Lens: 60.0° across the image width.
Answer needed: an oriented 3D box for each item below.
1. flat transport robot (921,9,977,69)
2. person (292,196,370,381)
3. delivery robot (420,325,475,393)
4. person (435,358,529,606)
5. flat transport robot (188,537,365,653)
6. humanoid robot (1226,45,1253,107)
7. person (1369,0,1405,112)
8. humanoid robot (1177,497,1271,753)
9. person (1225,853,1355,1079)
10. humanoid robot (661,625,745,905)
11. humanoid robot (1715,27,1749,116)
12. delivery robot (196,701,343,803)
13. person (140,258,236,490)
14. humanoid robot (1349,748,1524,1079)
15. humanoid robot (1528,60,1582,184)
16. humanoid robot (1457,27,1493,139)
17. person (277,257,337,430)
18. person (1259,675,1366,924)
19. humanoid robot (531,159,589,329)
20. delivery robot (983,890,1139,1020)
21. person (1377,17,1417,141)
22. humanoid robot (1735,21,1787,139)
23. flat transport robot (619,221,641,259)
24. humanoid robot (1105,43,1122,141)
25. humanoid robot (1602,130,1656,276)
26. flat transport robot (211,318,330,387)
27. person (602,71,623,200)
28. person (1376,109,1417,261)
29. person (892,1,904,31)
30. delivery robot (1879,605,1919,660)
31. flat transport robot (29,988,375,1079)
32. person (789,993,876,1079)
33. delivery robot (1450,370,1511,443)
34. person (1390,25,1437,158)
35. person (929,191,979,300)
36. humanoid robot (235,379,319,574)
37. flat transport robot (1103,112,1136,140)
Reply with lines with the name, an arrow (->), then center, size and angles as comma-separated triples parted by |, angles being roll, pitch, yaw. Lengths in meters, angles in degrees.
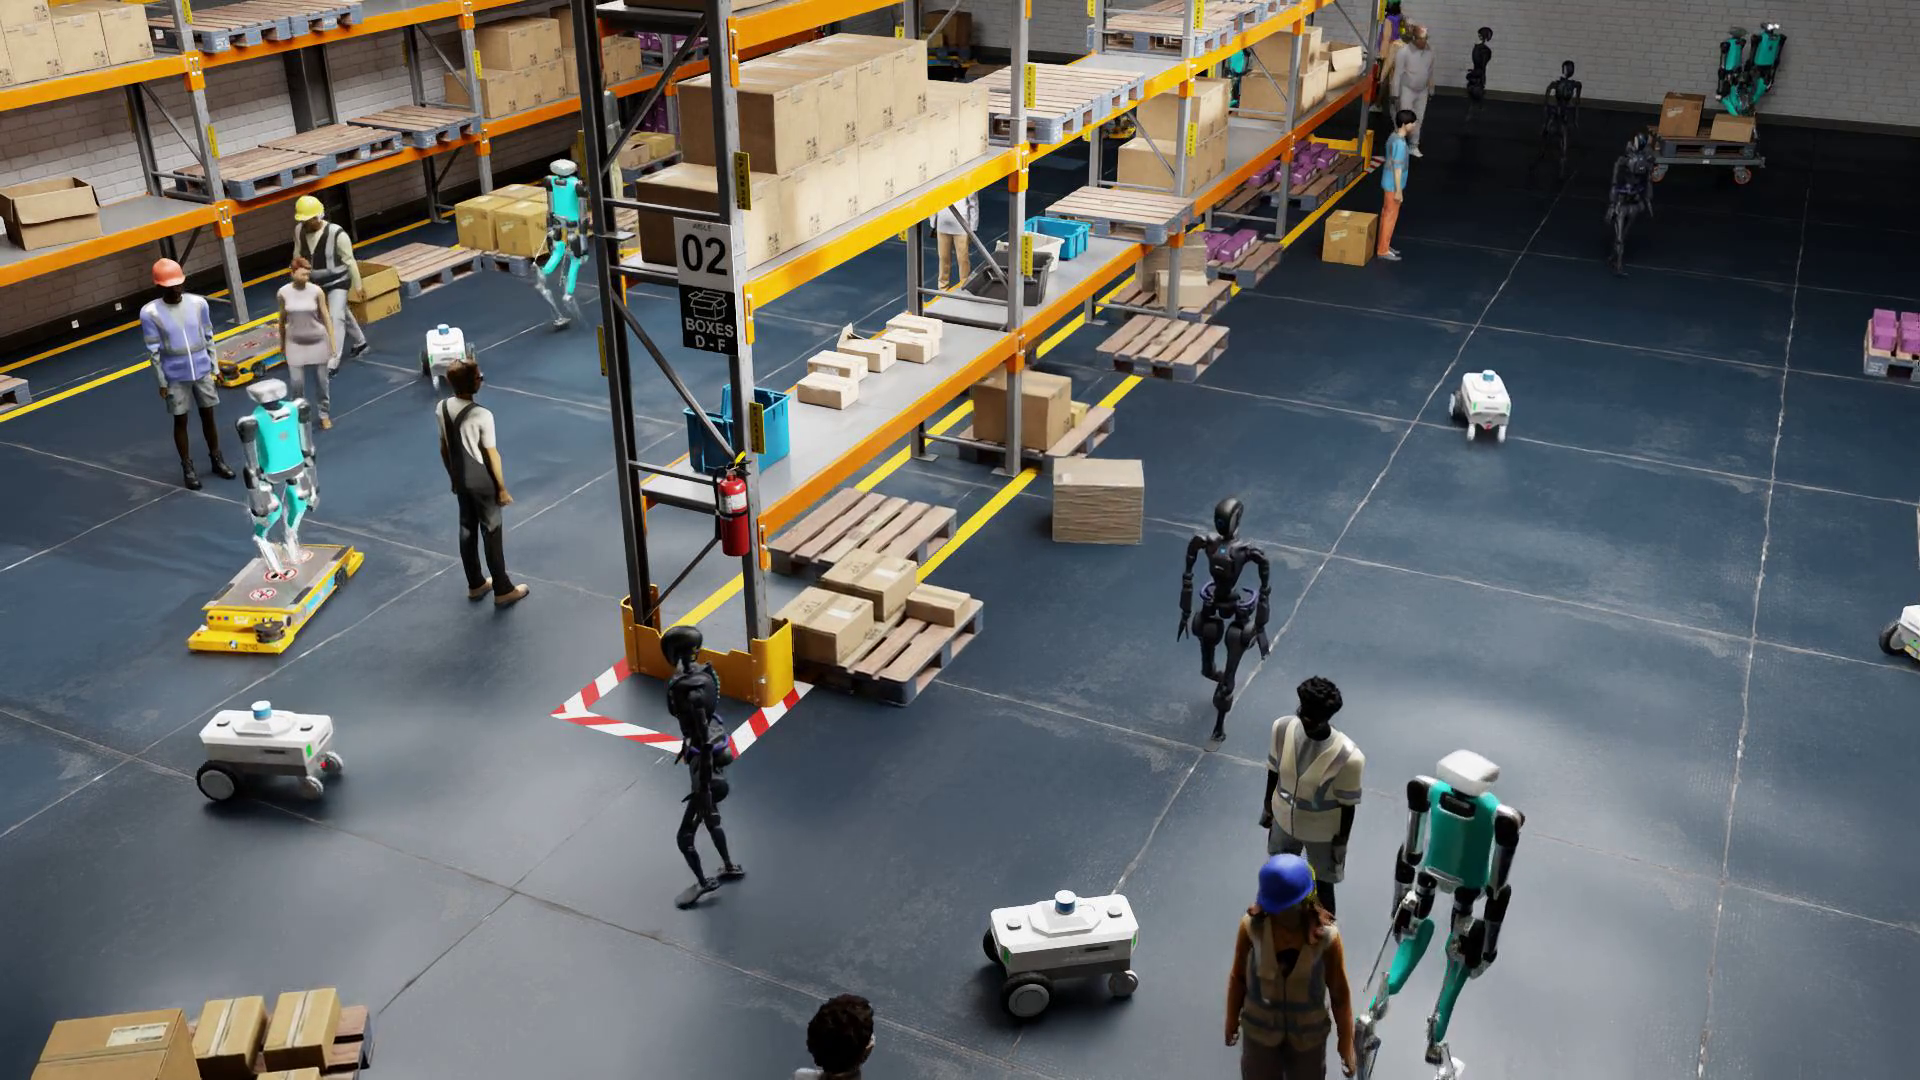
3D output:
flat transport robot -> -0.402, -8.879, 30.714 | 1.431, 0.231, 0.659 | -1, 26, -1
person -> -6.128, -2.504, 16.150 | 0.627, 1.779, 0.896 | 9, 28, 18
delivery robot -> -4.953, -1.790, 16.057 | 0.499, 0.581, 0.768 | -8, 27, -16
person -> -3.432, -0.409, 11.827 | 0.505, 1.846, 0.351 | 14, 30, 26
flat transport robot -> -4.913, 0.381, 12.009 | 0.659, 0.231, 1.431 | 2, 26, 5
humanoid robot -> 3.860, -6.534, 24.316 | 0.676, 1.801, 0.531 | -8, 28, -16
person -> 6.896, -7.856, 26.786 | 0.484, 1.919, 0.565 | 15, 30, 27
humanoid robot -> 1.675, 0.450, 10.308 | 0.609, 1.637, 0.675 | 13, 29, 24
person -> 1.383, 2.052, 6.974 | 0.542, 1.742, 0.614 | 5, 27, 9
humanoid robot -> -1.387, 1.172, 8.820 | 0.423, 1.644, 0.606 | -9, 28, -17
humanoid robot -> 11.458, -6.557, 24.411 | 0.542, 1.833, 0.739 | -19, 32, -34
delivery robot -> -4.150, 1.249, 9.954 | 0.815, 0.614, 0.499 | 2, 26, 5
person -> -6.344, -1.378, 13.682 | 0.545, 1.938, 0.373 | -23, 34, -38
humanoid robot -> 2.011, 1.871, 7.400 | 0.558, 1.791, 0.921 | 22, 34, 37
humanoid robot -> 8.245, -5.784, 22.933 | 0.601, 1.636, 0.772 | -6, 27, -11
humanoid robot -> 7.840, -6.909, 25.146 | 0.403, 1.651, 0.595 | 1, 26, 2
person -> -5.775, -1.736, 14.740 | 0.467, 1.626, 0.412 | -9, 28, -17
person -> 1.736, 1.415, 8.315 | 0.533, 1.692, 0.320 | 23, 35, 39
humanoid robot -> -4.157, -2.948, 17.129 | 0.530, 1.828, 0.727 | 14, 30, 26
delivery robot -> 0.516, 2.024, 8.351 | 0.774, 0.581, 0.499 | -5, 27, -9
person -> 6.587, -6.838, 24.803 | 0.569, 1.848, 0.610 | -12, 29, -22
humanoid robot -> 11.987, -6.974, 25.213 | 0.530, 1.797, 0.693 | -4, 27, -9
flat transport robot -> -3.694, -3.533, 19.915 | 0.659, 0.231, 1.431 | -1, 26, -2
humanoid robot -> 2.329, -6.879, 25.085 | 0.321, 1.655, 0.602 | 2, 26, 4
humanoid robot -> 7.669, -3.840, 18.969 | 0.587, 1.638, 0.688 | -8, 27, -15
flat transport robot -> -6.995, -1.868, 16.551 | 0.659, 0.231, 1.431 | 10, 28, 20
person -> -4.511, -5.073, 21.249 | 0.390, 1.846, 0.565 | 5, 27, 11
person -> 5.109, -4.160, 19.503 | 0.335, 1.759, 0.495 | 3, 26, 6
person -> -1.059, -9.555, 30.339 | 0.371, 1.823, 0.500 | 3, 26, 5
delivery robot -> 6.675, 0.630, 11.205 | 0.785, 0.614, 0.516 | -7, 27, -14
flat transport robot -> -3.268, 2.657, 7.410 | 0.659, 0.231, 1.431 | -4, 27, -9
person -> -0.435, 2.454, 6.026 | 0.529, 1.870, 0.877 | 20, 32, 34
delivery robot -> 4.715, -1.231, 14.950 | 0.499, 0.601, 0.805 | 4, 27, 7
person -> 6.576, -6.478, 24.035 | 0.728, 1.882, 0.478 | -9, 28, -18
person -> -0.082, -3.389, 17.950 | 0.571, 1.749, 0.339 | 11, 28, 21
humanoid robot -> -4.887, -0.296, 11.824 | 0.746, 1.873, 0.533 | 19, 32, 34
flat transport robot -> 1.964, -6.388, 25.682 | 1.431, 0.231, 0.659 | 7, 27, 13
